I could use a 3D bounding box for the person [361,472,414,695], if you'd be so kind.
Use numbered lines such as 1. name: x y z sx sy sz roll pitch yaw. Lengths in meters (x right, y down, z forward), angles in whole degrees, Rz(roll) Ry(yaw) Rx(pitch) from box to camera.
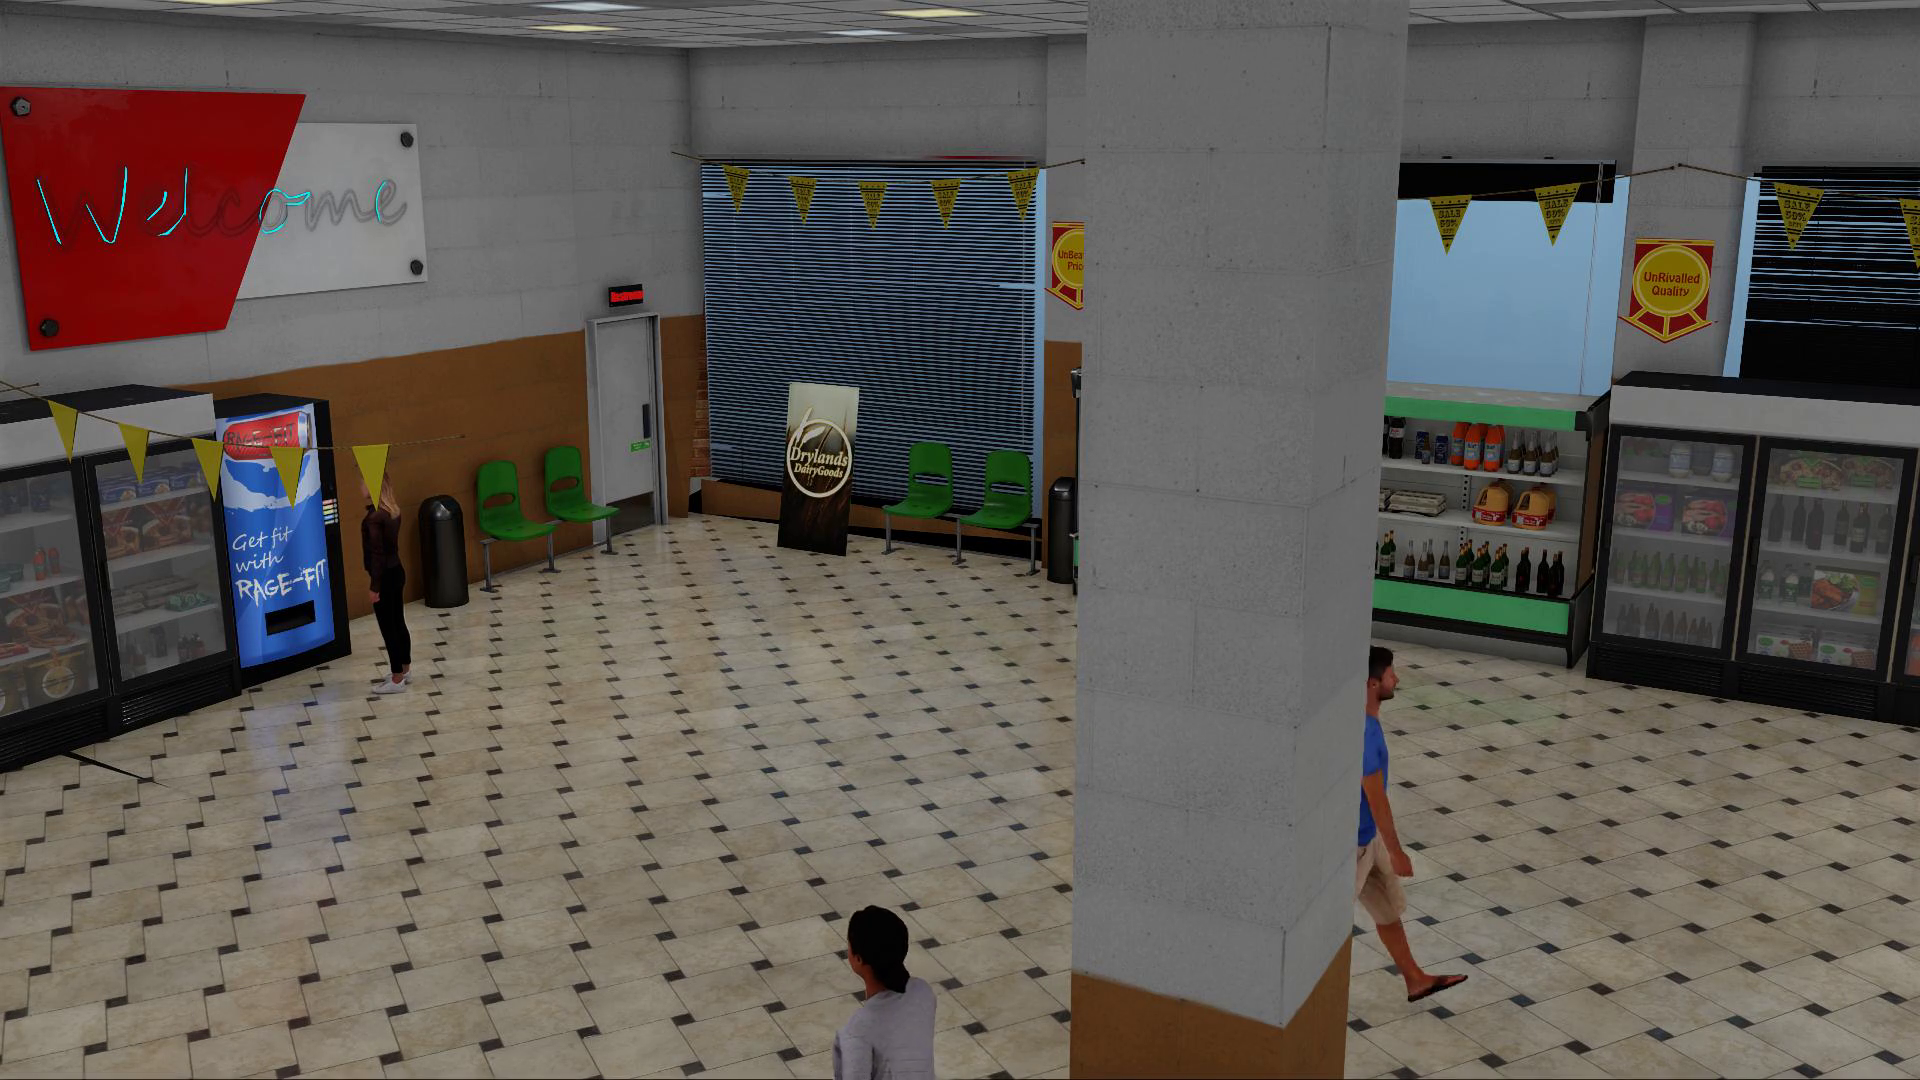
1. person: -4.318 0.304 12.532 0.664 1.704 0.673 0 14 1

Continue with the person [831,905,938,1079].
1. person: -0.154 2.046 5.363 1.104 1.696 0.762 10 17 37
